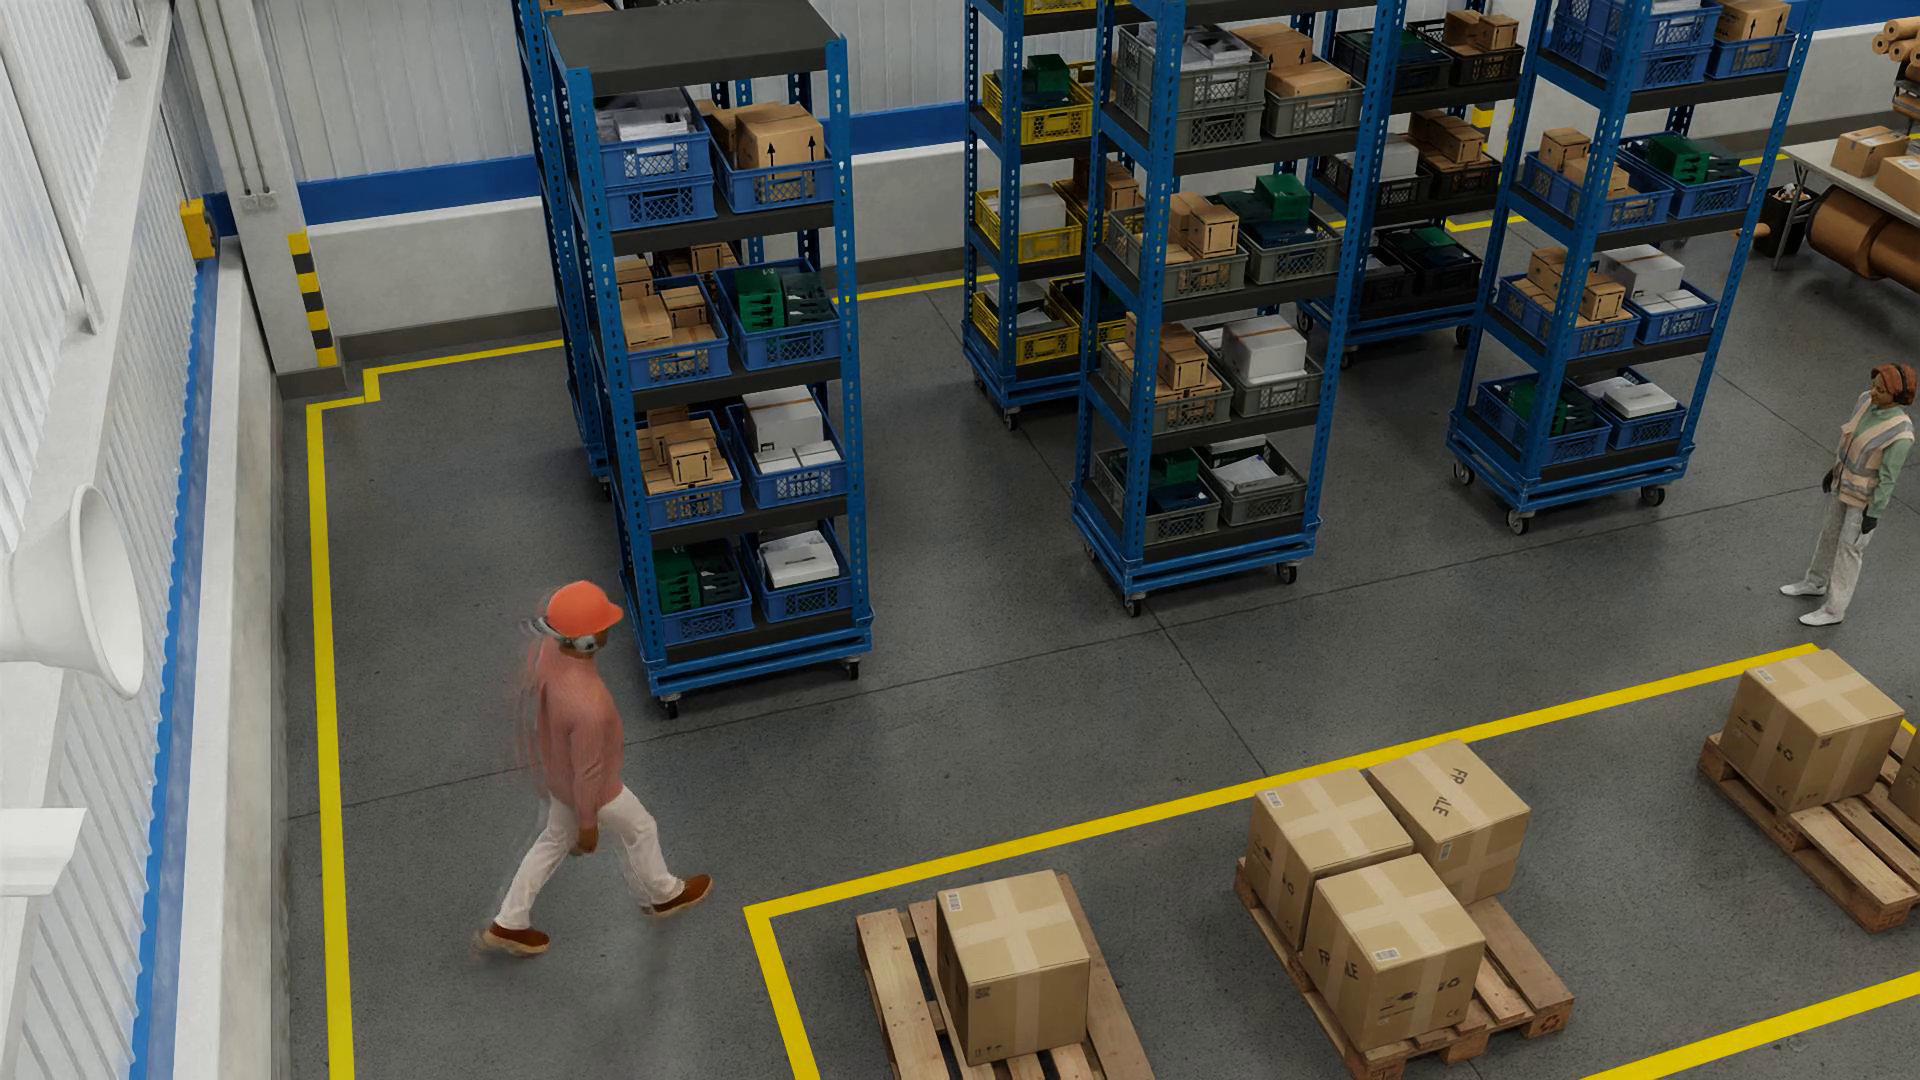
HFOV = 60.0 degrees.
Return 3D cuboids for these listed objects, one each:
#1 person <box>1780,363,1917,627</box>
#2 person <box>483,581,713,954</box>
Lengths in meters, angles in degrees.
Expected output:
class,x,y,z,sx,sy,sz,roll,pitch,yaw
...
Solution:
class,x,y,z,sx,sy,sz,roll,pitch,yaw
person,4.973,-0.254,9.223,0.312,1.633,0.518,1,35,1
person,-1.665,1.013,7.154,1.013,1.950,0.619,-19,39,-25
